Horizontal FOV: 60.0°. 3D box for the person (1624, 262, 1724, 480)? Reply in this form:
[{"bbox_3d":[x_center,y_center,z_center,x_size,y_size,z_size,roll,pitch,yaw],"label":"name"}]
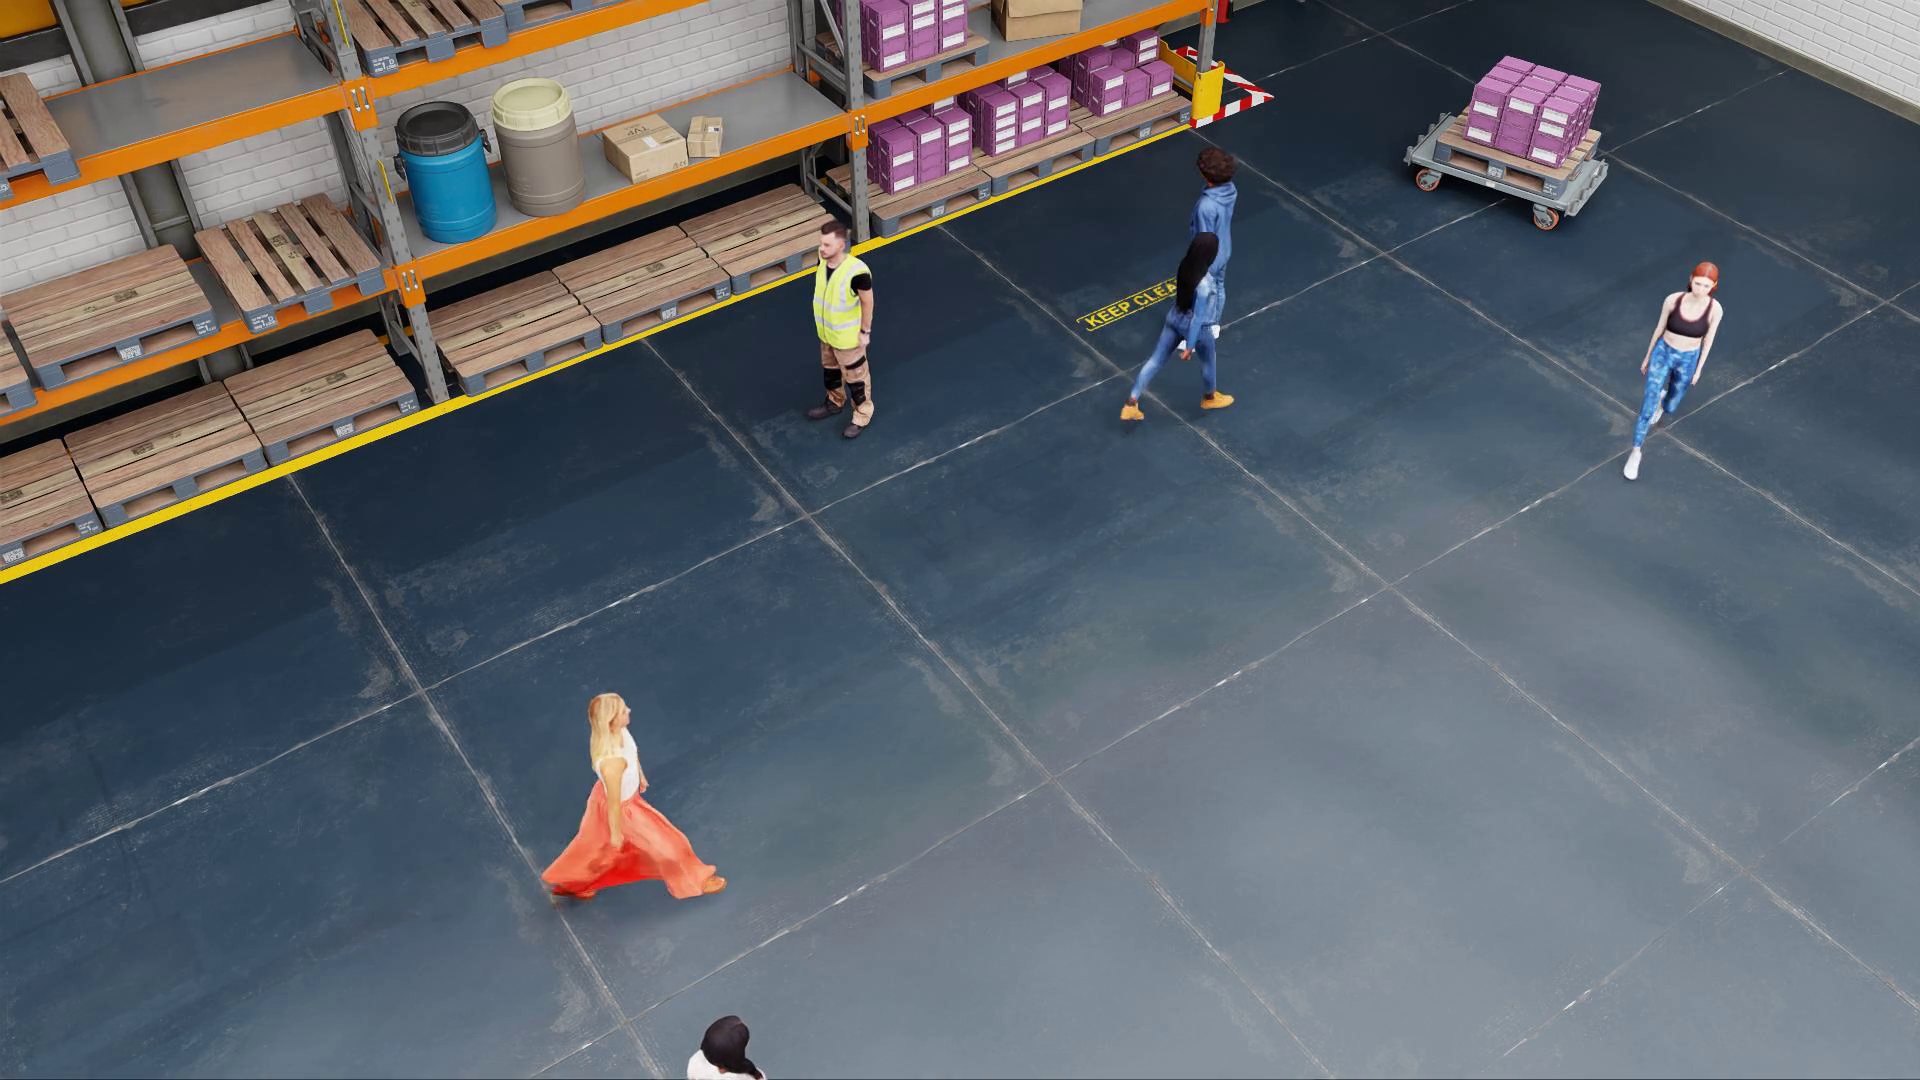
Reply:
[{"bbox_3d":[5.248,-1.316,12.242,0.908,1.766,1.101,17,46,17],"label":"person"}]

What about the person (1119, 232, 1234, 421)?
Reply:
[{"bbox_3d":[1.629,-1.546,12.557,1.271,1.665,0.823,-16,46,-16],"label":"person"}]

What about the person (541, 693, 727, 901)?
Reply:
[{"bbox_3d":[-1.984,1.500,9.298,1.348,1.749,1.025,-6,44,-6],"label":"person"}]

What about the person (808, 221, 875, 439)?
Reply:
[{"bbox_3d":[-0.894,-1.607,12.490,0.766,1.845,0.770,33,52,30],"label":"person"}]

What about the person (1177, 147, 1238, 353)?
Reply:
[{"bbox_3d":[1.995,-2.308,13.254,0.807,1.807,0.647,23,48,22],"label":"person"}]

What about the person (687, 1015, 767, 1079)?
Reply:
[{"bbox_3d":[-1.060,2.801,7.933,0.667,1.749,0.669,19,47,19],"label":"person"}]
